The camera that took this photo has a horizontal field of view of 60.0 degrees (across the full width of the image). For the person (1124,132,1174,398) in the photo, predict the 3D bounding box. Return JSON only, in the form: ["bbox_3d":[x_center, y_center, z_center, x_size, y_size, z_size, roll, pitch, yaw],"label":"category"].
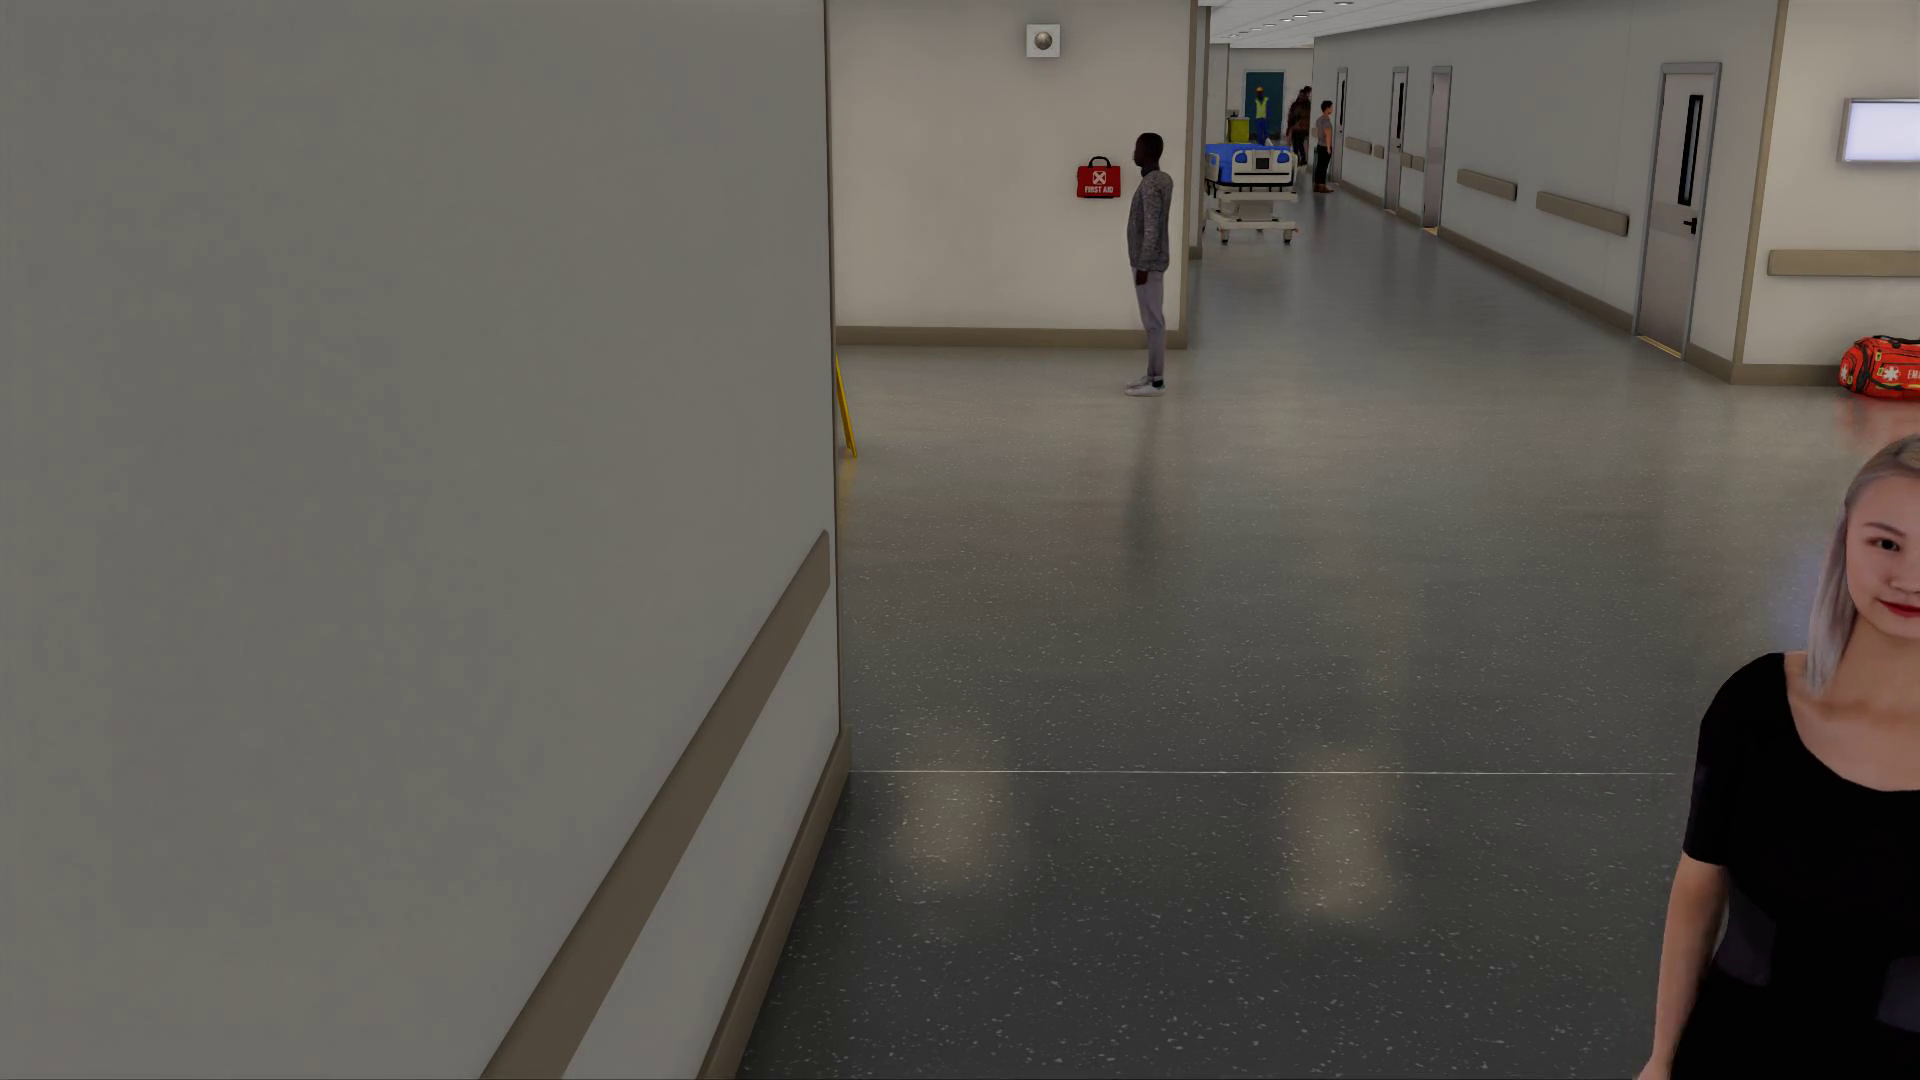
[{"bbox_3d":[1.360,-1.951,11.789,0.587,1.836,0.708,4,16,13],"label":"person"}]

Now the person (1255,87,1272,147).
[{"bbox_3d":[8.752,-12.121,47.965,1.023,1.781,0.915,5,17,19],"label":"person"}]

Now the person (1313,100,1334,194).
[{"bbox_3d":[6.962,-7.535,31.816,0.613,1.718,0.657,-3,16,-10],"label":"person"}]

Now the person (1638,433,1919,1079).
[{"bbox_3d":[1.170,0.779,2.287,0.684,1.739,0.773,9,18,29],"label":"person"}]

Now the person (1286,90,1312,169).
[{"bbox_3d":[8.070,-9.709,39.315,0.837,1.792,0.914,15,21,42],"label":"person"}]

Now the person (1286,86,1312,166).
[{"bbox_3d":[8.155,-10.009,40.316,1.312,1.867,1.125,-10,19,-31],"label":"person"}]
